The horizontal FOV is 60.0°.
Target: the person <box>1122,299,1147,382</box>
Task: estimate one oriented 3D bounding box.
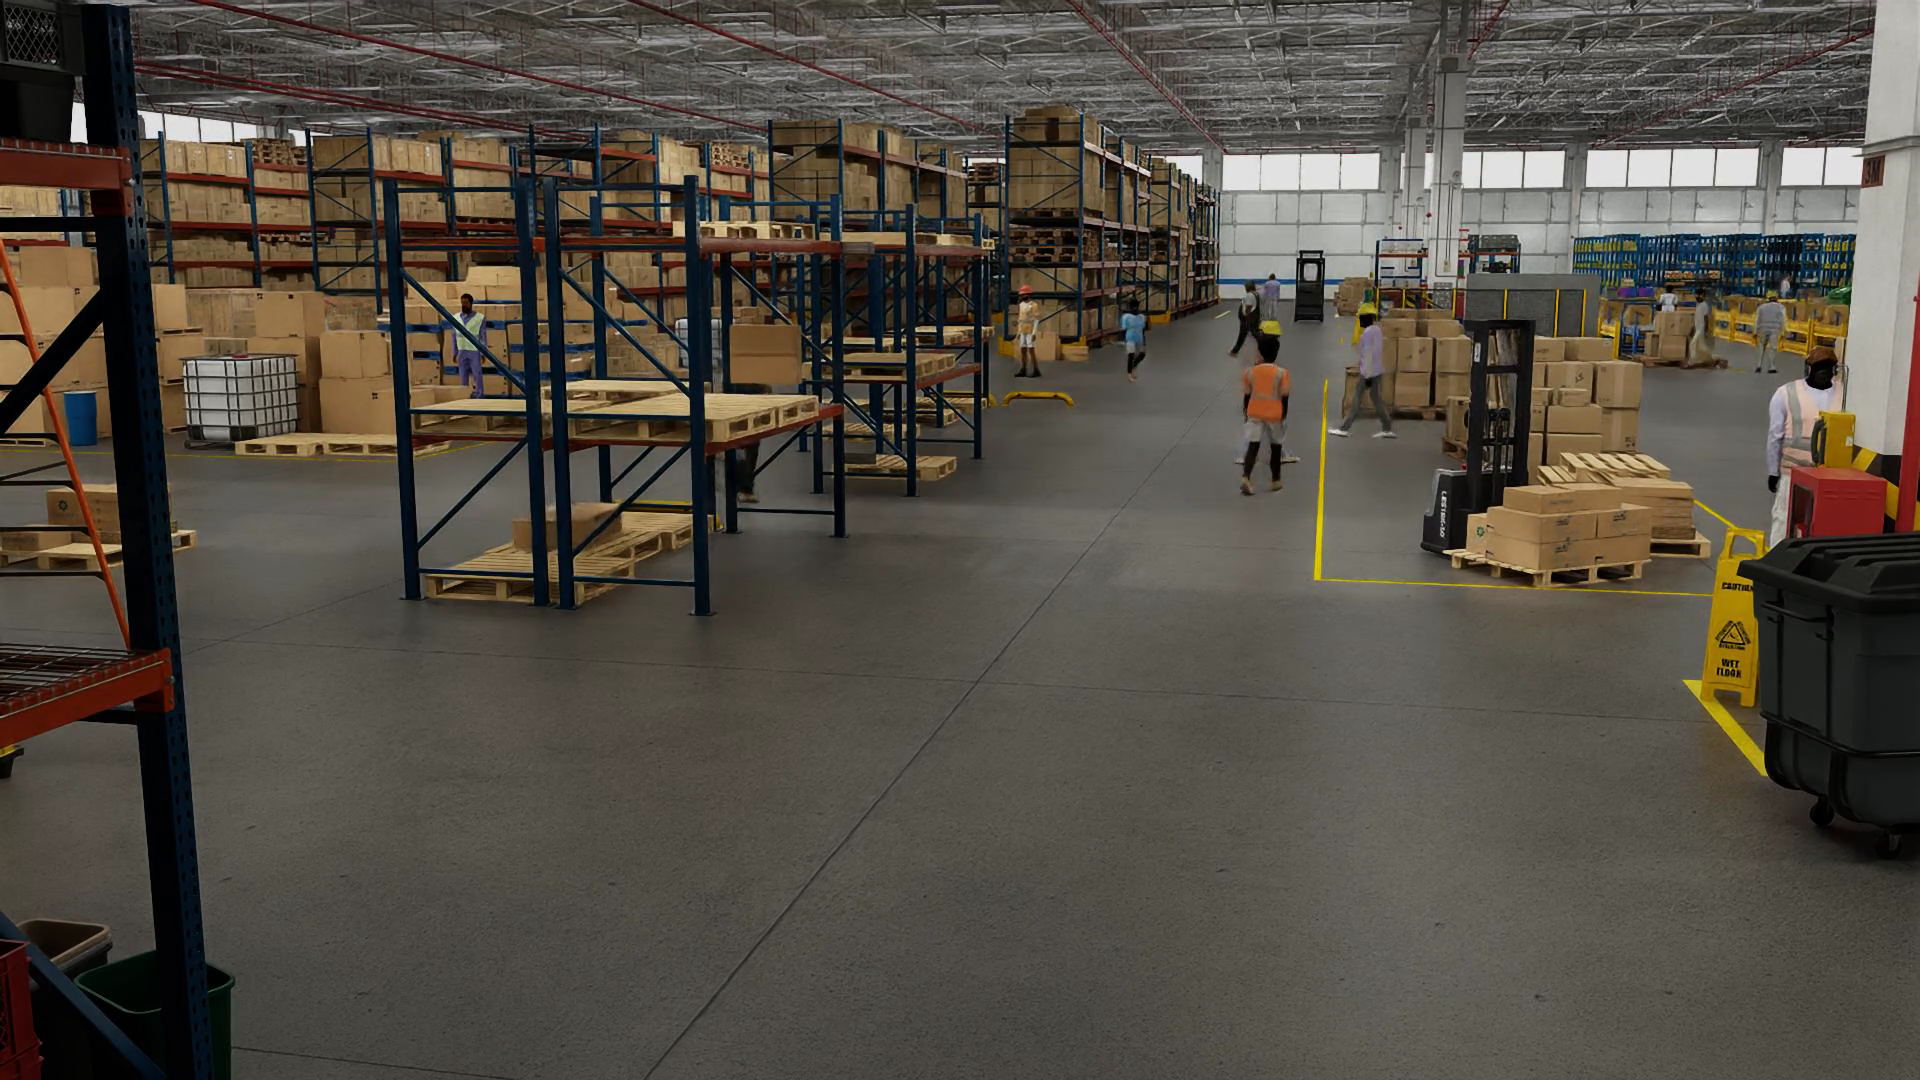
[{"bbox_3d":[3.513,-4.039,33.653,0.550,1.681,0.400,-5,11,-26],"label":"person"}]

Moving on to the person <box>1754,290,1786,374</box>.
[{"bbox_3d":[17.617,-4.522,36.177,0.614,1.810,0.463,6,11,31],"label":"person"}]

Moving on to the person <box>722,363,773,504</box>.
[{"bbox_3d":[-2.120,-1.257,16.813,0.501,1.817,0.543,-7,12,-36],"label":"person"}]

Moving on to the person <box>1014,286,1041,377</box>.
[{"bbox_3d":[1.436,-4.347,34.847,0.586,1.935,0.580,-8,12,-39],"label":"person"}]

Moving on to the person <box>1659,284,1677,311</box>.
[{"bbox_3d":[22.452,-7.265,52.781,0.550,1.673,0.545,2,10,11],"label":"person"}]

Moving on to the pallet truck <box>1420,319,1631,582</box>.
[{"bbox_3d":[4.543,-0.757,13.299,0.823,1.965,1.885,-4,10,-22],"label":"pallet truck"}]

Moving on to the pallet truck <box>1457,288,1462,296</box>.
[{"bbox_3d":[20.506,-9.785,68.819,0.653,1.274,1.630,2,10,12],"label":"pallet truck"}]

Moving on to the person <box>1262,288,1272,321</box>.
[{"bbox_3d":[12.281,-9.495,66.184,0.500,1.612,0.633,6,11,33],"label":"person"}]

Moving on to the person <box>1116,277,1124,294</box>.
[{"bbox_3d":[8.174,-12.887,85.301,0.406,1.946,0.614,-6,11,-33],"label":"person"}]

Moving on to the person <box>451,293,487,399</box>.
[{"bbox_3d":[-8.037,-3.076,27.267,0.593,1.920,0.391,1,10,7],"label":"person"}]

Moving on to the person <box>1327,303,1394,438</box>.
[{"bbox_3d":[5.644,-2.352,23.110,0.918,1.877,0.601,6,11,31],"label":"person"}]

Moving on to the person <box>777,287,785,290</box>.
[{"bbox_3d":[-7.308,-9.677,66.489,0.896,1.873,0.619,8,13,40],"label":"person"}]

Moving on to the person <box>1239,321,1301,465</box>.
[{"bbox_3d":[3.737,-1.741,19.905,0.822,1.729,0.546,3,10,16],"label":"person"}]

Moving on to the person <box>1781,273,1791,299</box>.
[{"bbox_3d":[35.282,-10.487,71.239,0.676,1.888,0.664,4,11,25],"label":"person"}]

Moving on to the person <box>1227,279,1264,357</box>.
[{"bbox_3d":[7.323,-5.618,41.955,1.048,2.000,0.705,7,12,35],"label":"person"}]

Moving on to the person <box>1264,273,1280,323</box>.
[{"bbox_3d":[11.917,-9.209,63.520,0.627,1.941,0.370,-1,10,-6],"label":"person"}]

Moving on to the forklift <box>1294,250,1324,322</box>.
[{"bbox_3d":[13.778,-10.002,65.433,1.129,2.768,1.873,2,10,12],"label":"forklift"}]

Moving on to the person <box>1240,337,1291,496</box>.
[{"bbox_3d":[3.199,-1.298,17.491,0.538,1.663,0.824,5,11,28],"label":"person"}]

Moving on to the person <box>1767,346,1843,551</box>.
[{"bbox_3d":[6.261,-0.498,12.224,0.624,1.844,0.430,1,10,8],"label":"person"}]

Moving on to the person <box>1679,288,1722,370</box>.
[{"bbox_3d":[16.658,-4.717,37.238,0.861,1.841,0.512,2,10,12],"label":"person"}]

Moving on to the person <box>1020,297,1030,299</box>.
[{"bbox_3d":[2.170,-7.467,53.919,0.531,1.698,0.320,-5,11,-26],"label":"person"}]

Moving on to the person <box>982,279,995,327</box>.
[{"bbox_3d":[0.770,-7.483,53.497,0.652,1.866,0.944,1,10,6],"label":"person"}]
